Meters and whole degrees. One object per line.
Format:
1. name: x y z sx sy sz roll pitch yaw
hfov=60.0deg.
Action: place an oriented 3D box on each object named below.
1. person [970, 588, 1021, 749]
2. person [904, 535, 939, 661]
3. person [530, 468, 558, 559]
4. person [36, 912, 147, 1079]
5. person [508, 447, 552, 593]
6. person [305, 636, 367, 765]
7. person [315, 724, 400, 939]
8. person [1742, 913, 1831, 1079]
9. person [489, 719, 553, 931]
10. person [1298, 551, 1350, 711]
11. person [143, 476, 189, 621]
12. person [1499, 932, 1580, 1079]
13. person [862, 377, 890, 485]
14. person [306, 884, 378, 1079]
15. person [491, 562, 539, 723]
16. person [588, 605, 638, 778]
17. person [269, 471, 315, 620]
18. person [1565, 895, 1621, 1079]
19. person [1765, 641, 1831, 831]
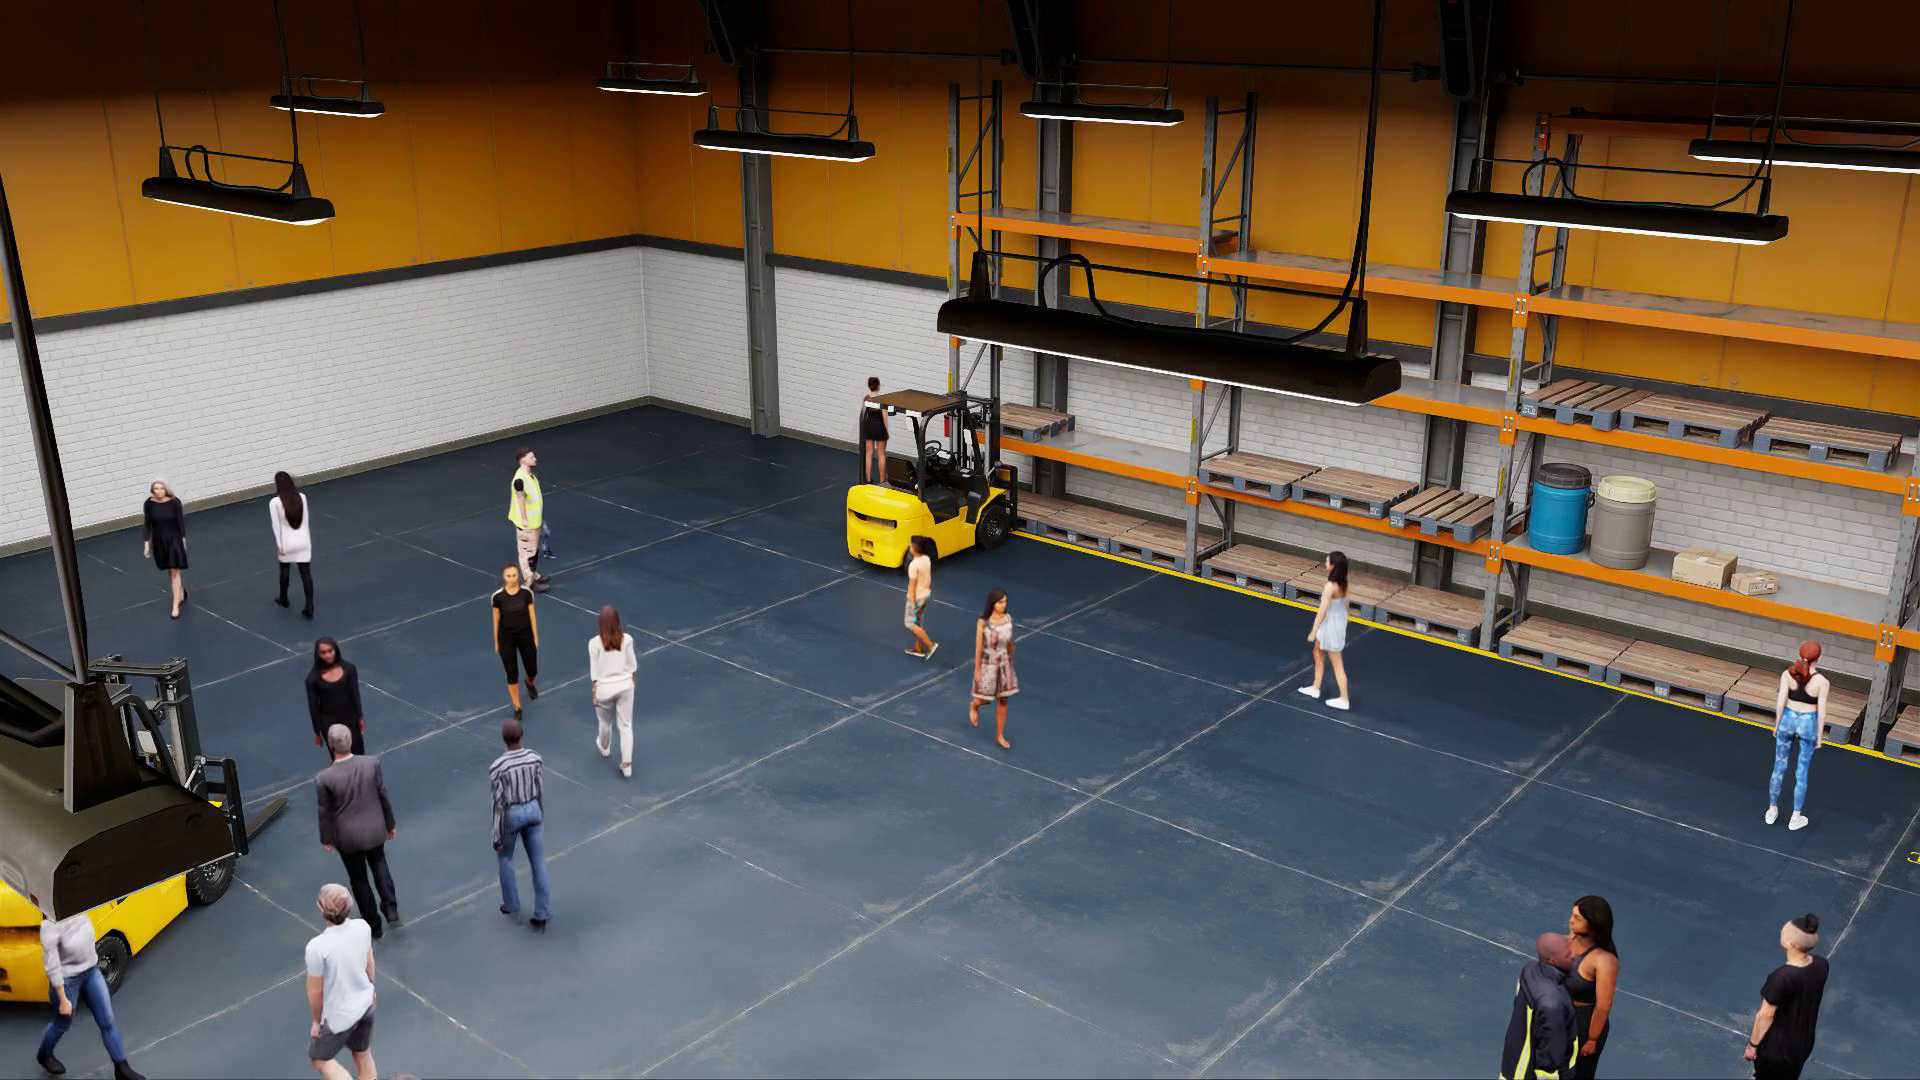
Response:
1. person: 0.308 1.245 16.603 0.834 1.632 0.986 -10 21 -27
2. person: -0.407 0.657 18.630 0.751 1.451 0.570 12 22 32
3. person: -5.683 -0.351 21.950 0.639 1.244 0.511 14 23 35
4. person: -6.122 3.029 11.364 1.160 1.594 0.922 5 19 14
5. person: -5.390 -0.277 20.787 0.917 1.846 0.855 -2 19 -6
6. person: -5.718 1.666 15.227 0.692 1.710 0.713 -14 23 -35
7. person: -4.707 2.333 13.079 0.789 1.819 0.730 -12 22 -31
8. person: 5.262 3.188 10.477 0.786 1.859 0.775 -12 22 -31
9. person: -3.455 2.304 13.236 0.734 1.774 0.850 -16 24 -40
10. person: 3.970 0.966 17.313 0.859 1.707 0.643 11 22 30
11. person: -9.515 0.067 19.997 1.092 1.697 1.232 -4 19 -11
12. person: 3.598 3.247 10.359 0.879 1.821 0.865 2 19 7
13. person: -1.286 -1.654 25.147 0.591 1.673 0.702 8 20 21
14. person: -3.943 3.099 10.802 0.724 1.820 0.692 13 22 33
15. person: -4.609 1.009 17.264 0.863 1.657 0.969 -5 19 -15
16. person: -3.286 1.471 15.901 0.898 1.651 1.091 -8 20 -22
17. person: -7.902 0.085 19.821 0.730 1.776 1.034 -14 23 -36
18. person: 4.012 3.105 10.790 0.828 1.816 0.756 -3 19 -8
19. person: 7.507 1.735 14.907 0.513 1.785 0.615 15 23 37
